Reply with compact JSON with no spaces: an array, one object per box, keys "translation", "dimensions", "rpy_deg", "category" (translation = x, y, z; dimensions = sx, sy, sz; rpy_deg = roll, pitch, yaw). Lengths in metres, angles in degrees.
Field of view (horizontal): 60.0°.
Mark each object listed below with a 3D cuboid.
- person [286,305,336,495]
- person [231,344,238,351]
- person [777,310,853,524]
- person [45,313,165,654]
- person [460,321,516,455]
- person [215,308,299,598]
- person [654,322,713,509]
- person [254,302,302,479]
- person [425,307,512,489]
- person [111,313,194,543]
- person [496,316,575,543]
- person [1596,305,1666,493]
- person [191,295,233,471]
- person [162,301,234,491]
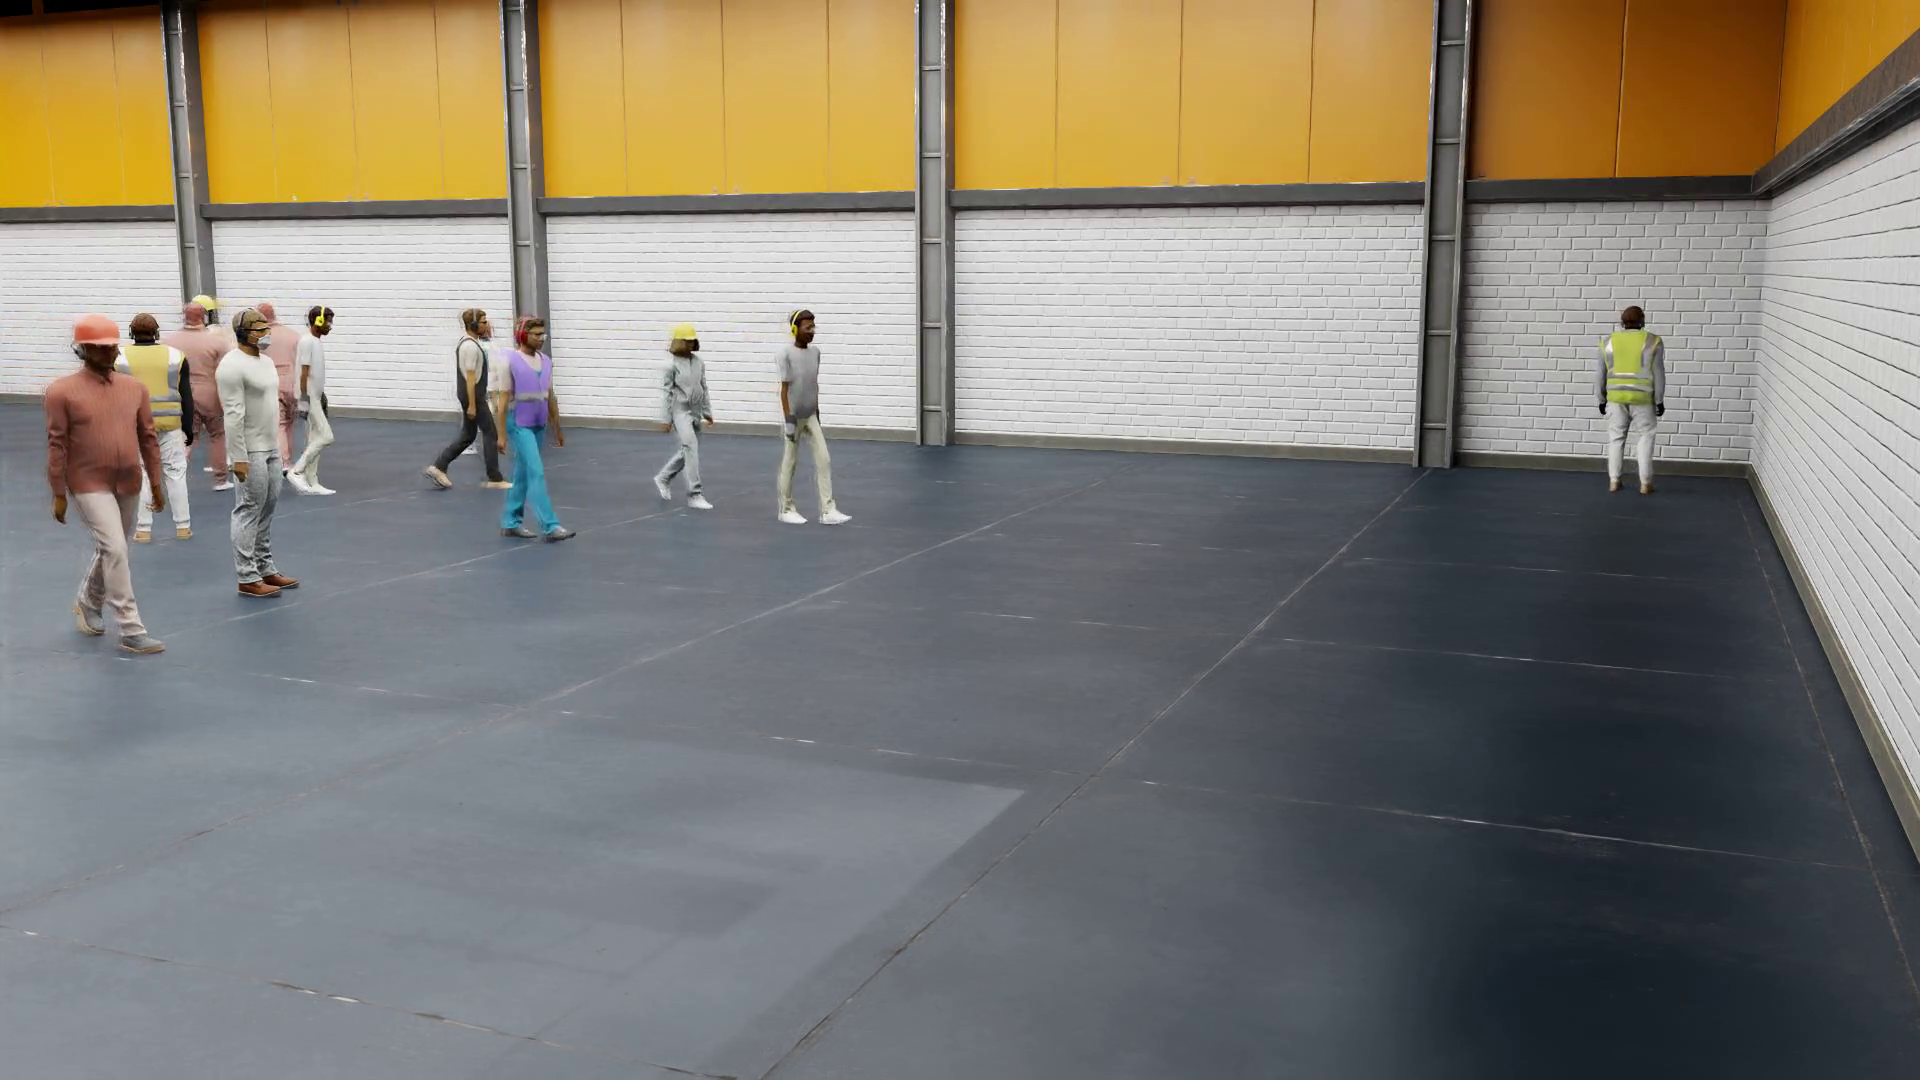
[{"translation":[-6.227,-1.340,16.067],"dimensions":[0.420,1.836,0.608],"rpy_deg":[-2,10,-10],"category":"person"},{"translation":[-8.097,-1.727,19.139],"dimensions":[0.511,1.600,0.784],"rpy_deg":[-3,10,-17],"category":"person"},{"translation":[-1.260,-1.020,14.114],"dimensions":[0.840,1.836,0.566],"rpy_deg":[8,12,41],"category":"person"},{"translation":[-5.006,-0.347,9.705],"dimensions":[0.963,1.962,0.624],"rpy_deg":[6,11,31],"category":"person"},{"translation":[-5.484,-1.781,19.454],"dimensions":[0.840,1.604,0.507],"rpy_deg":[3,10,16],"category":"person"},{"translation":[-4.741,-0.587,11.207],"dimensions":[0.358,1.938,0.636],"rpy_deg":[0,9,1],"category":"person"},{"translation":[-2.577,-1.163,15.376],"dimensions":[0.787,1.713,0.488],"rpy_deg":[6,11,32],"category":"person"},{"translation":[-7.160,-1.571,17.493],"dimensions":[0.686,1.843,0.954],"rpy_deg":[-8,12,-39],"category":"person"},{"translation":[-4.884,-1.384,16.439],"dimensions":[0.831,1.823,0.521],"rpy_deg":[-4,10,-25],"category":"person"},{"translation":[-6.514,-0.902,13.410],"dimensions":[0.634,1.841,0.429],"rpy_deg":[-6,11,-31],"category":"person"},{"translation":[-3.380,-0.880,13.372],"dimensions":[0.896,1.804,0.591],"rpy_deg":[4,10,21],"category":"person"},{"translation":[6.564,-1.372,16.292],"dimensions":[0.661,1.833,0.454],"rpy_deg":[7,12,38],"category":"person"},{"translation":[-7.998,-1.661,17.814],"dimensions":[0.438,1.912,0.597],"rpy_deg":[-1,9,-4],"category":"person"},{"translation":[-7.394,-1.368,16.127],"dimensions":[0.655,1.881,0.819],"rpy_deg":[0,9,-2],"category":"person"}]
